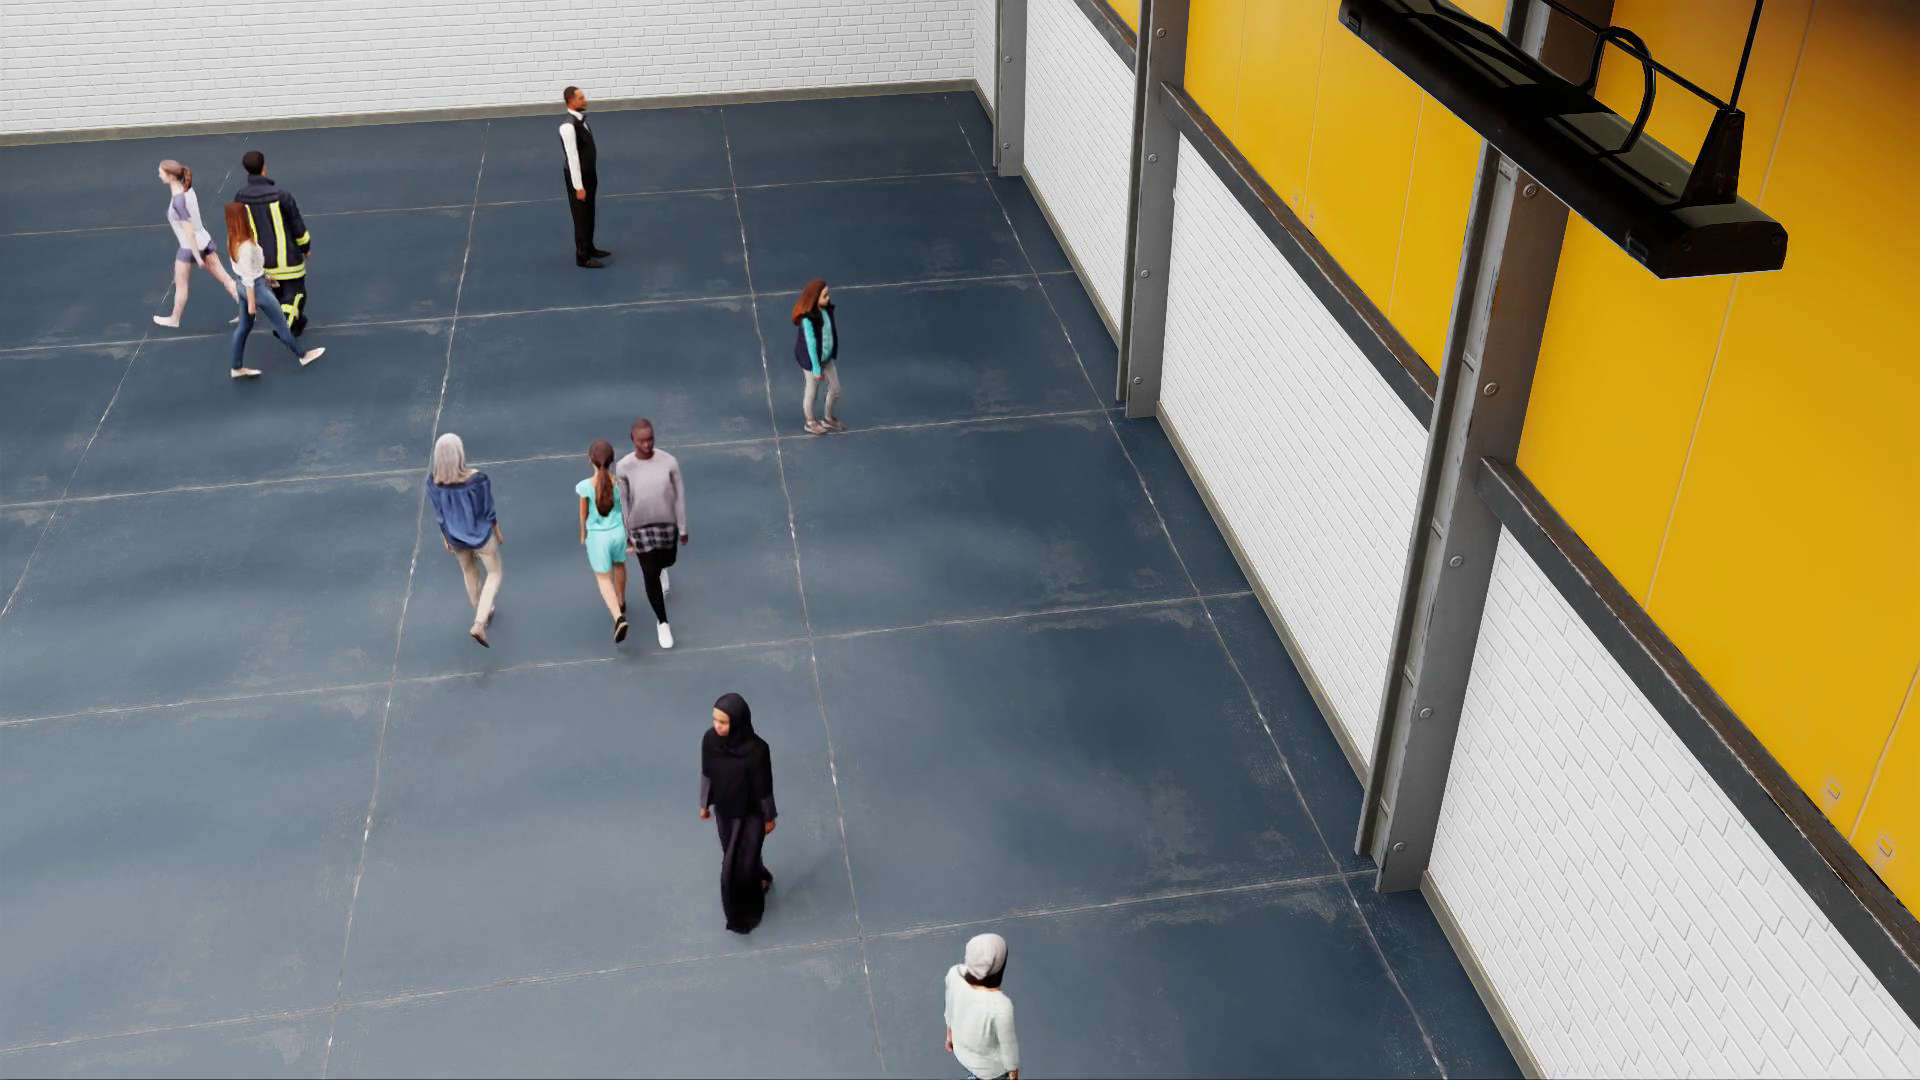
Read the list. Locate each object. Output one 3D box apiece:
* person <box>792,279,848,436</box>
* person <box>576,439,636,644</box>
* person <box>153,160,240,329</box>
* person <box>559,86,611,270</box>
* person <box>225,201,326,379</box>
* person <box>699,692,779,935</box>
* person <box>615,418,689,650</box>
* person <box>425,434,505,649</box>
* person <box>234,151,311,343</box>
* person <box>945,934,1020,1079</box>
[{"bbox_3d":[-1.305,-1.593,14.484,0.788,1.486,0.726,17,37,23],"label":"person"},{"bbox_3d":[-2.536,0.007,12.028,0.715,1.540,1.031,-14,36,-20],"label":"person"},{"bbox_3d":[-7.329,-2.839,16.150,0.759,1.717,1.109,0,34,0],"label":"person"},{"bbox_3d":[-3.981,-3.819,17.444,0.798,1.917,0.589,1,34,1],"label":"person"},{"bbox_3d":[-6.589,-2.255,15.298,1.006,1.688,1.120,-24,41,-32],"label":"person"},{"bbox_3d":[-1.228,1.512,9.700,0.856,1.611,0.921,20,38,27],"label":"person"},{"bbox_3d":[-2.233,-0.141,12.069,0.735,1.742,1.164,-11,35,-16],"label":"person"},{"bbox_3d":[-3.501,0.029,11.866,0.748,1.684,0.989,2,34,2],"label":"person"},{"bbox_3d":[-6.510,-2.723,15.807,0.950,1.904,1.150,2,34,3],"label":"person"},{"bbox_3d":[0.049,2.548,8.119,0.741,1.636,0.803,28,43,36],"label":"person"}]
